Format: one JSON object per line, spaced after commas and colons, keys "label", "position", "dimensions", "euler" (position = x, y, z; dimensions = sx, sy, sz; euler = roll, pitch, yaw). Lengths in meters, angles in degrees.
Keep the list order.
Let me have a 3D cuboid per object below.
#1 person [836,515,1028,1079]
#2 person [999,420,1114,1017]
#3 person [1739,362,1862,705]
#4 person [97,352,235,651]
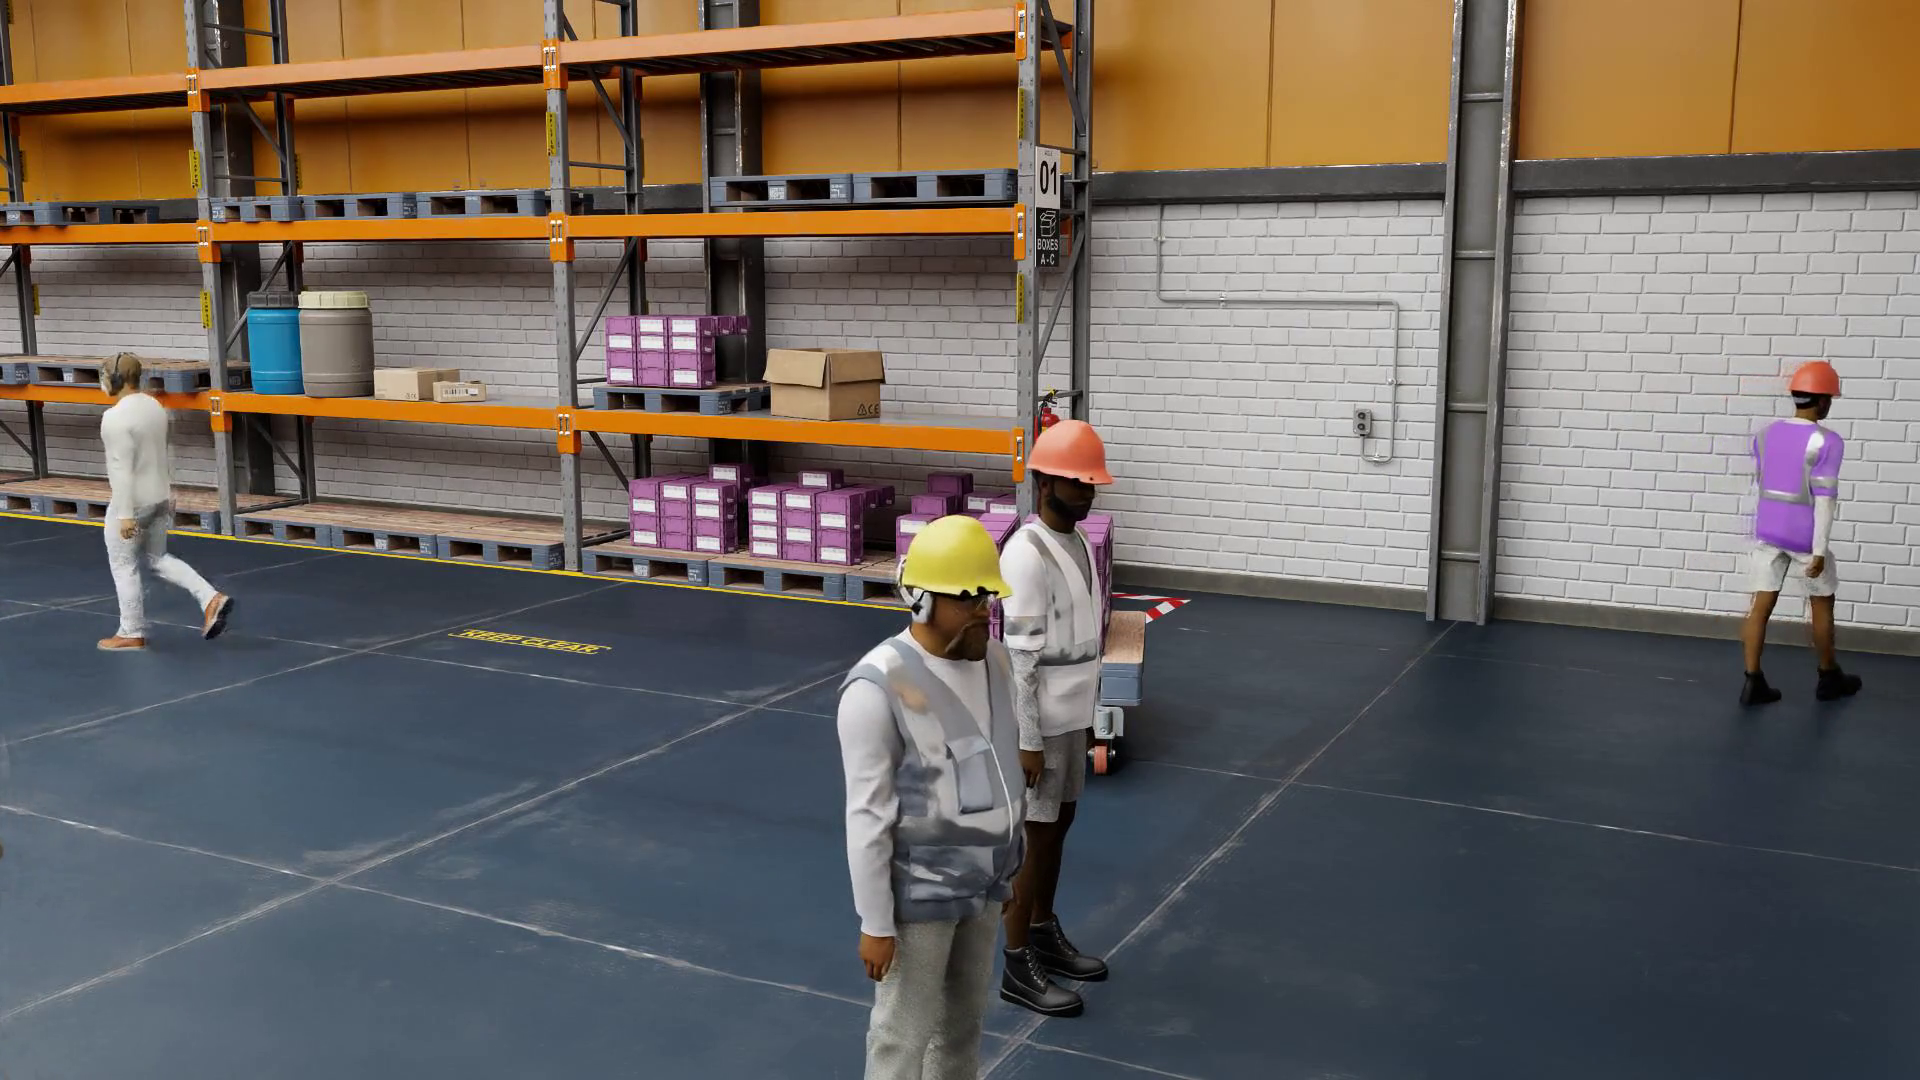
{"label": "person", "position": [-0.039, 0.841, 4.108], "dimensions": [0.404, 1.827, 0.600], "euler": [7, 11, 36]}
{"label": "person", "position": [0.328, 0.569, 5.461], "dimensions": [0.364, 1.933, 0.552], "euler": [4, 10, 23]}
{"label": "person", "position": [4.717, -0.035, 9.279], "dimensions": [0.878, 1.900, 0.568], "euler": [-5, 10, -28]}
{"label": "person", "position": [-5.086, -0.230, 10.489], "dimensions": [0.766, 1.918, 0.627], "euler": [0, 9, 1]}
